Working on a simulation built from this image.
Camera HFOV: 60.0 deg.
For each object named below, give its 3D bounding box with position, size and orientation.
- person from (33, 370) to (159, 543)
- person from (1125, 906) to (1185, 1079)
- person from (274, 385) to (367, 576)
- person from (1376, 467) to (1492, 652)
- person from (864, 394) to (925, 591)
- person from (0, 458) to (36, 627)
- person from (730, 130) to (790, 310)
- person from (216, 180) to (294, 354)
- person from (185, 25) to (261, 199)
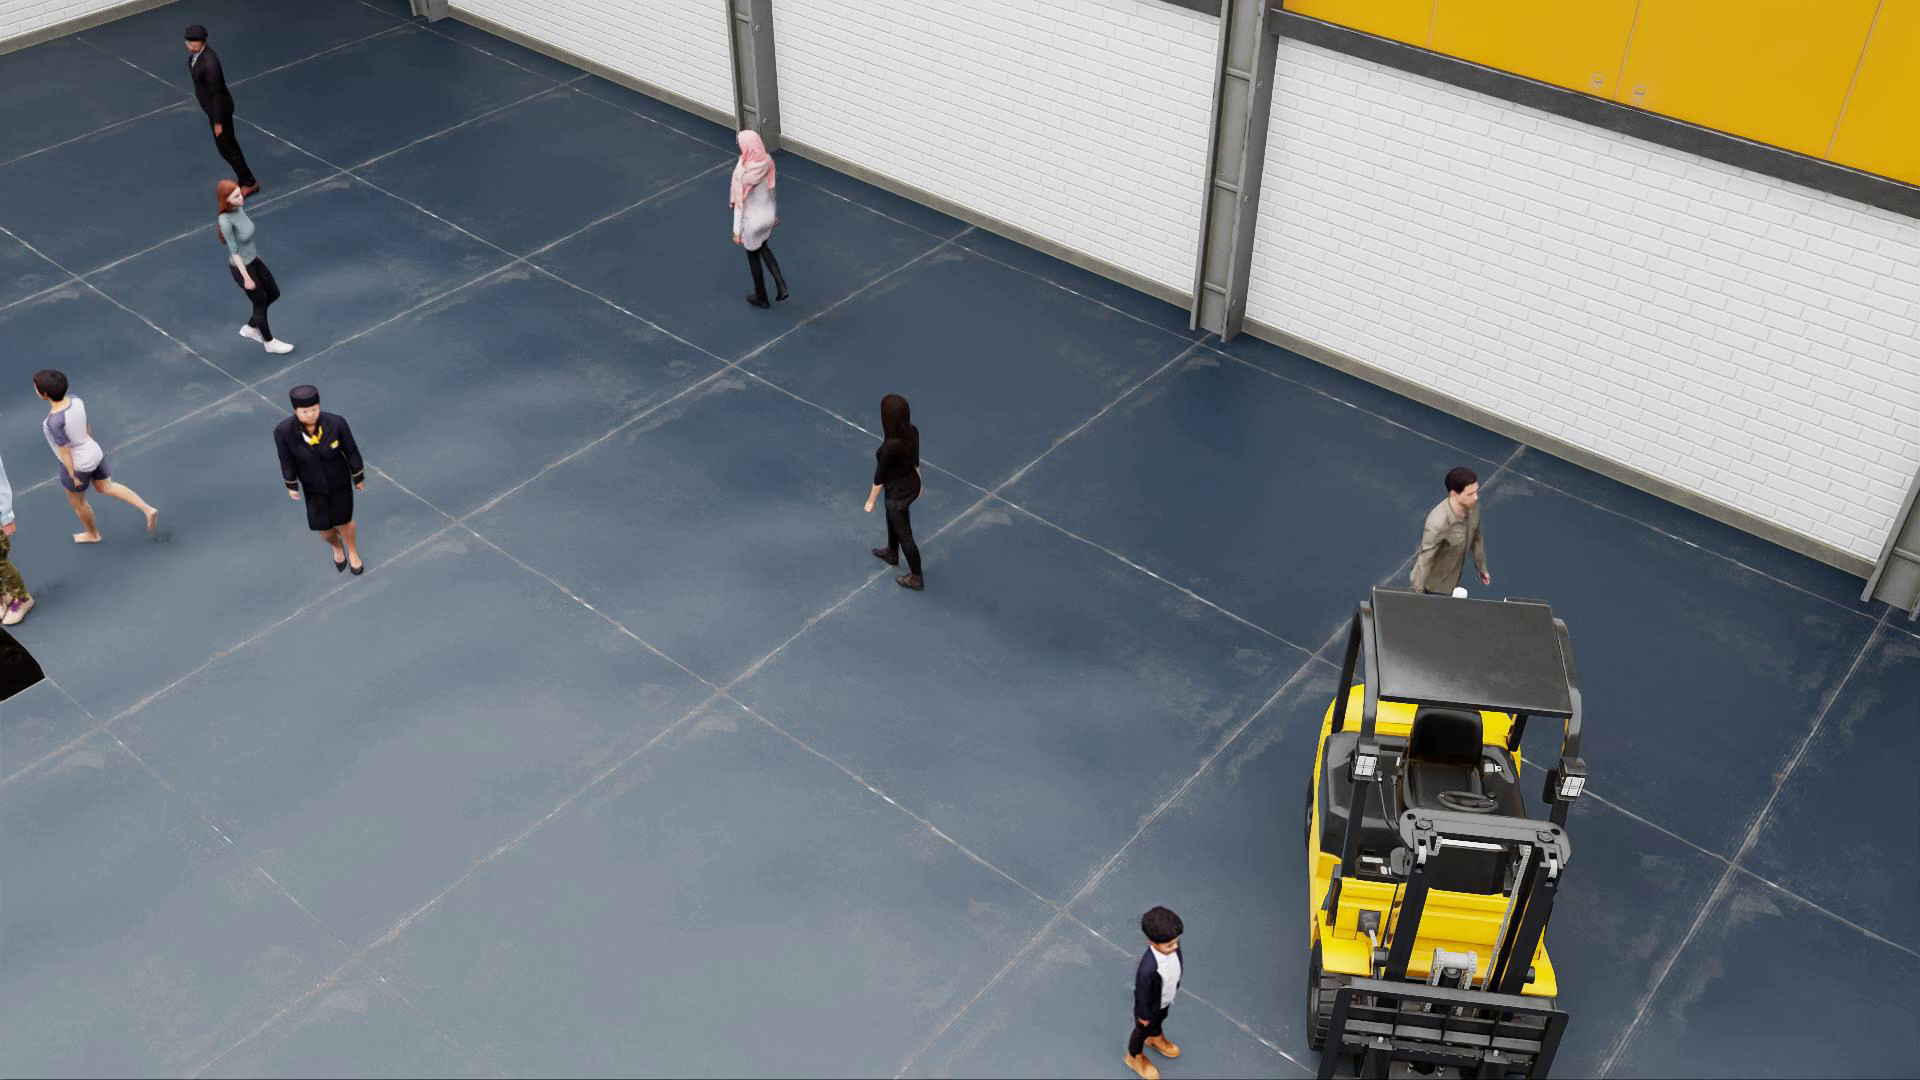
[{"bbox_3d":[-6.539,-0.606,12.492,1.002,1.545,0.882,2,39,2],"label":"person"},{"bbox_3d":[1.046,2.413,8.968,0.467,1.224,0.496,28,46,31],"label":"person"},{"bbox_3d":[-4.657,-0.456,12.210,0.830,1.662,0.834,-14,41,-17],"label":"person"},{"bbox_3d":[3.143,0.231,11.227,1.113,1.817,0.727,29,47,31],"label":"person"},{"bbox_3d":[-0.359,-0.305,12.052,0.821,1.623,0.658,18,42,22],"label":"person"},{"bbox_3d":[-6.907,-0.215,11.806,0.755,1.789,0.874,11,40,13],"label":"person"},{"bbox_3d":[-1.786,-2.863,15.131,0.722,1.778,0.633,28,46,30],"label":"person"},{"bbox_3d":[-6.304,-2.361,14.541,0.824,1.729,0.765,-1,39,-2],"label":"person"},{"bbox_3d":[-7.597,-4.424,17.030,0.885,1.848,0.716,-6,39,-7],"label":"person"}]
